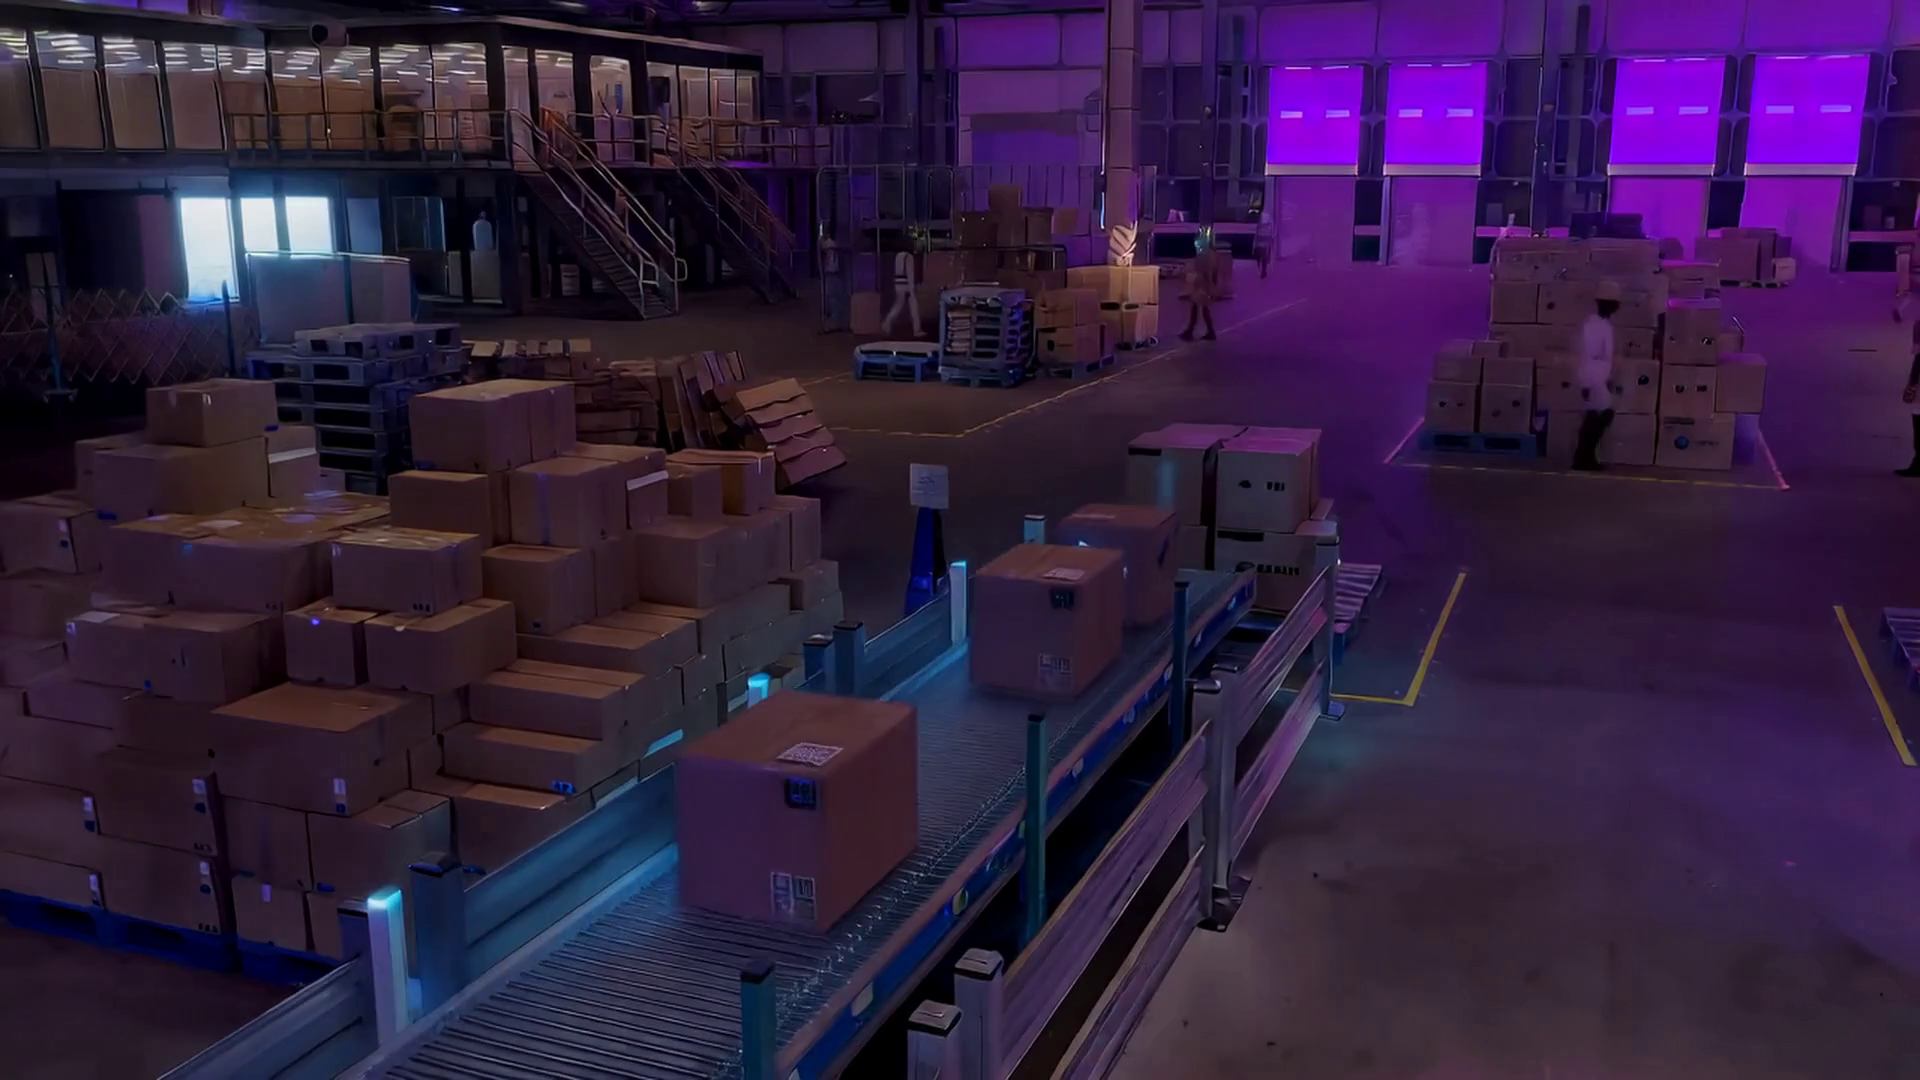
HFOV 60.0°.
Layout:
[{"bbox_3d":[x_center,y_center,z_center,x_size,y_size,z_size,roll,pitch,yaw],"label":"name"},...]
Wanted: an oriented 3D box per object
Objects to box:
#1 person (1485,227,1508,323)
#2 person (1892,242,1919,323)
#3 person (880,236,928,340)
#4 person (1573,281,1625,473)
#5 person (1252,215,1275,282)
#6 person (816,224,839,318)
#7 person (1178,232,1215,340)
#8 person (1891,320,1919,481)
[{"bbox_3d":[10.608,-5.221,32.858,0.337,1.882,0.585,9,15,34],"label":"person"},{"bbox_3d":[18.792,-5.195,32.649,0.655,1.922,0.610,-3,13,-13],"label":"person"},{"bbox_3d":[-1.031,-4.496,29.704,0.956,1.848,0.586,-9,15,-34],"label":"person"},{"bbox_3d":[6.404,-1.617,16.615,0.470,1.923,0.552,6,14,26],"label":"person"},{"bbox_3d":[8.295,-7.925,45.212,0.644,1.801,0.702,-4,13,-19],"label":"person"},{"bbox_3d":[-2.711,-5.503,34.077,0.397,1.911,0.587,10,16,38],"label":"person"},{"bbox_3d":[4.202,-4.493,29.536,0.809,1.904,0.565,1,13,3],"label":"person"},{"bbox_3d":[9.455,-1.555,16.247,0.607,1.957,0.392,-5,14,-23],"label":"person"}]
